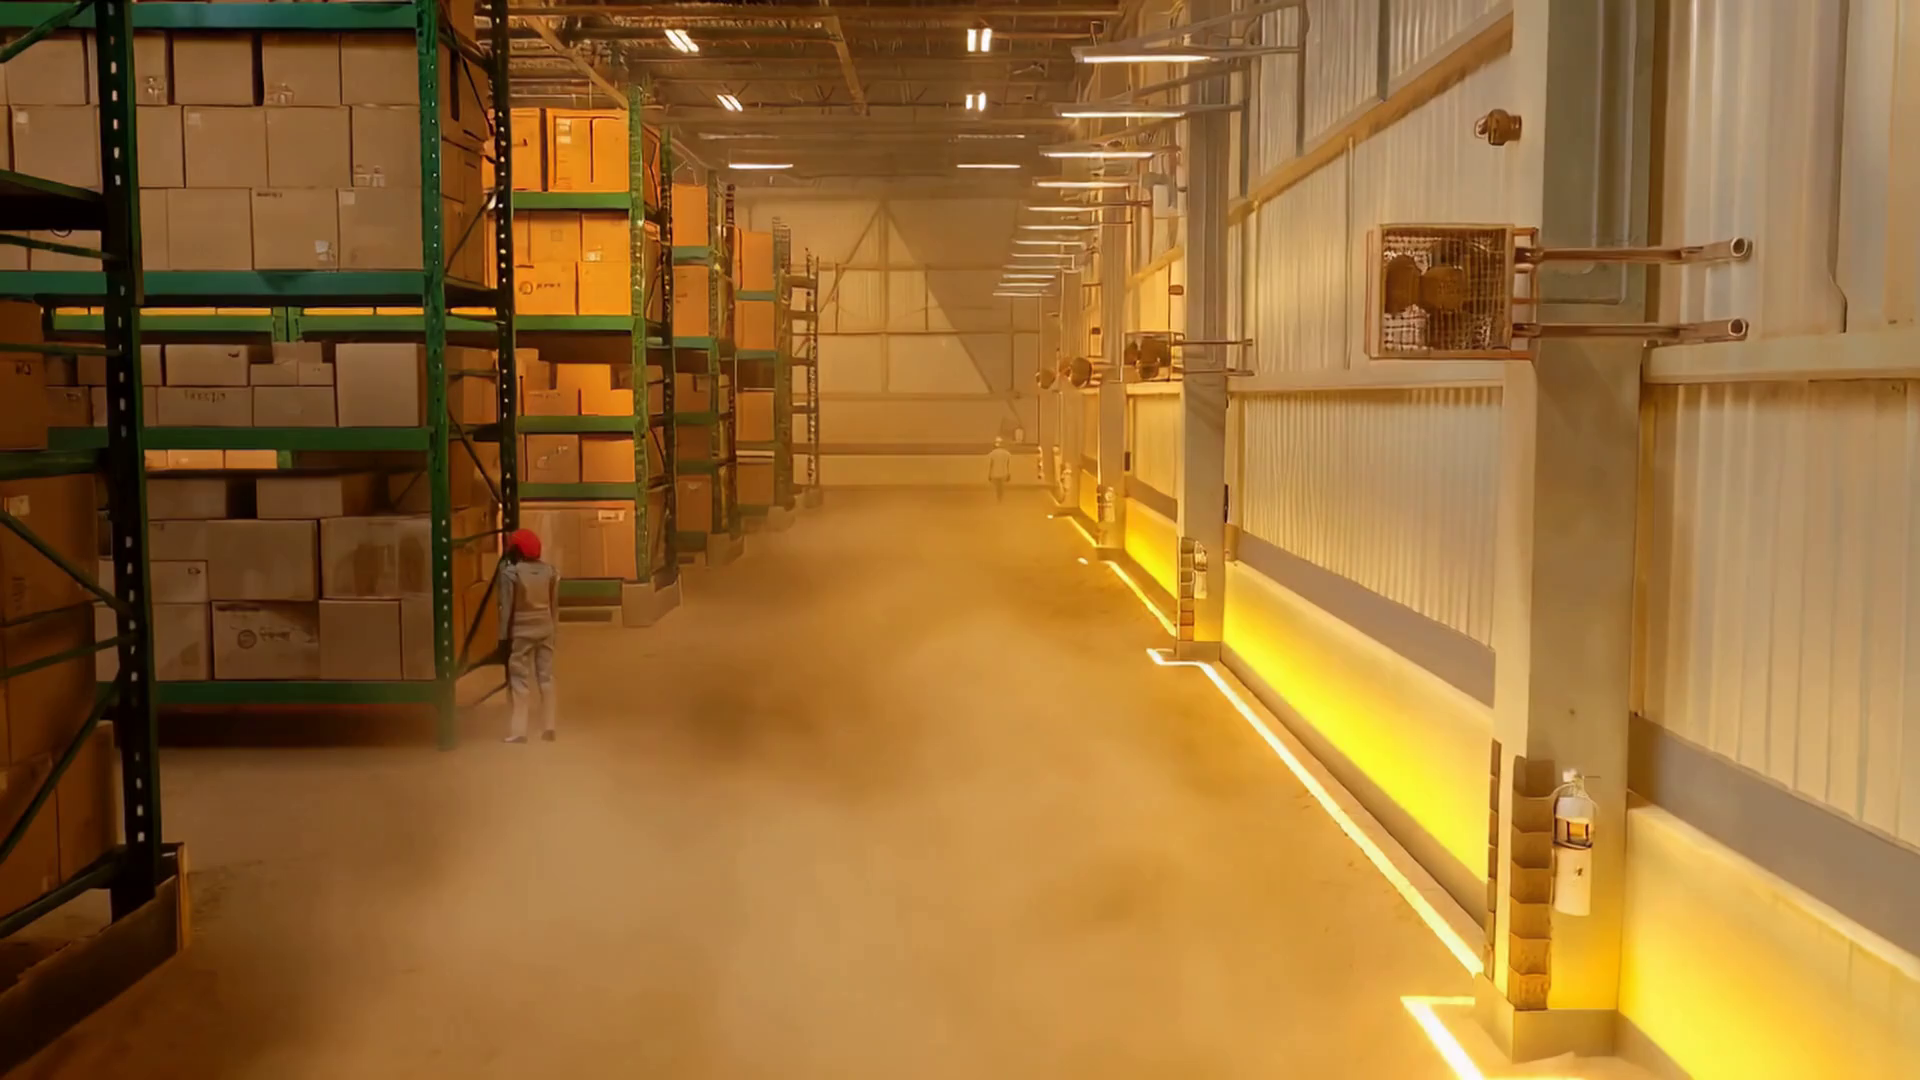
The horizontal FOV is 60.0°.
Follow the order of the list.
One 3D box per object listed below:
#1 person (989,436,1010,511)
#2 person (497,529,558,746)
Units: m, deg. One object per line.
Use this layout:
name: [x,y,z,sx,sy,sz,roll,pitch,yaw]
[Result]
person: [0.908,-1.524,38.339,0.564,1.724,0.421,-2,5,-25]
person: [-3.246,0.736,12.541,0.316,1.633,0.521,4,6,41]
